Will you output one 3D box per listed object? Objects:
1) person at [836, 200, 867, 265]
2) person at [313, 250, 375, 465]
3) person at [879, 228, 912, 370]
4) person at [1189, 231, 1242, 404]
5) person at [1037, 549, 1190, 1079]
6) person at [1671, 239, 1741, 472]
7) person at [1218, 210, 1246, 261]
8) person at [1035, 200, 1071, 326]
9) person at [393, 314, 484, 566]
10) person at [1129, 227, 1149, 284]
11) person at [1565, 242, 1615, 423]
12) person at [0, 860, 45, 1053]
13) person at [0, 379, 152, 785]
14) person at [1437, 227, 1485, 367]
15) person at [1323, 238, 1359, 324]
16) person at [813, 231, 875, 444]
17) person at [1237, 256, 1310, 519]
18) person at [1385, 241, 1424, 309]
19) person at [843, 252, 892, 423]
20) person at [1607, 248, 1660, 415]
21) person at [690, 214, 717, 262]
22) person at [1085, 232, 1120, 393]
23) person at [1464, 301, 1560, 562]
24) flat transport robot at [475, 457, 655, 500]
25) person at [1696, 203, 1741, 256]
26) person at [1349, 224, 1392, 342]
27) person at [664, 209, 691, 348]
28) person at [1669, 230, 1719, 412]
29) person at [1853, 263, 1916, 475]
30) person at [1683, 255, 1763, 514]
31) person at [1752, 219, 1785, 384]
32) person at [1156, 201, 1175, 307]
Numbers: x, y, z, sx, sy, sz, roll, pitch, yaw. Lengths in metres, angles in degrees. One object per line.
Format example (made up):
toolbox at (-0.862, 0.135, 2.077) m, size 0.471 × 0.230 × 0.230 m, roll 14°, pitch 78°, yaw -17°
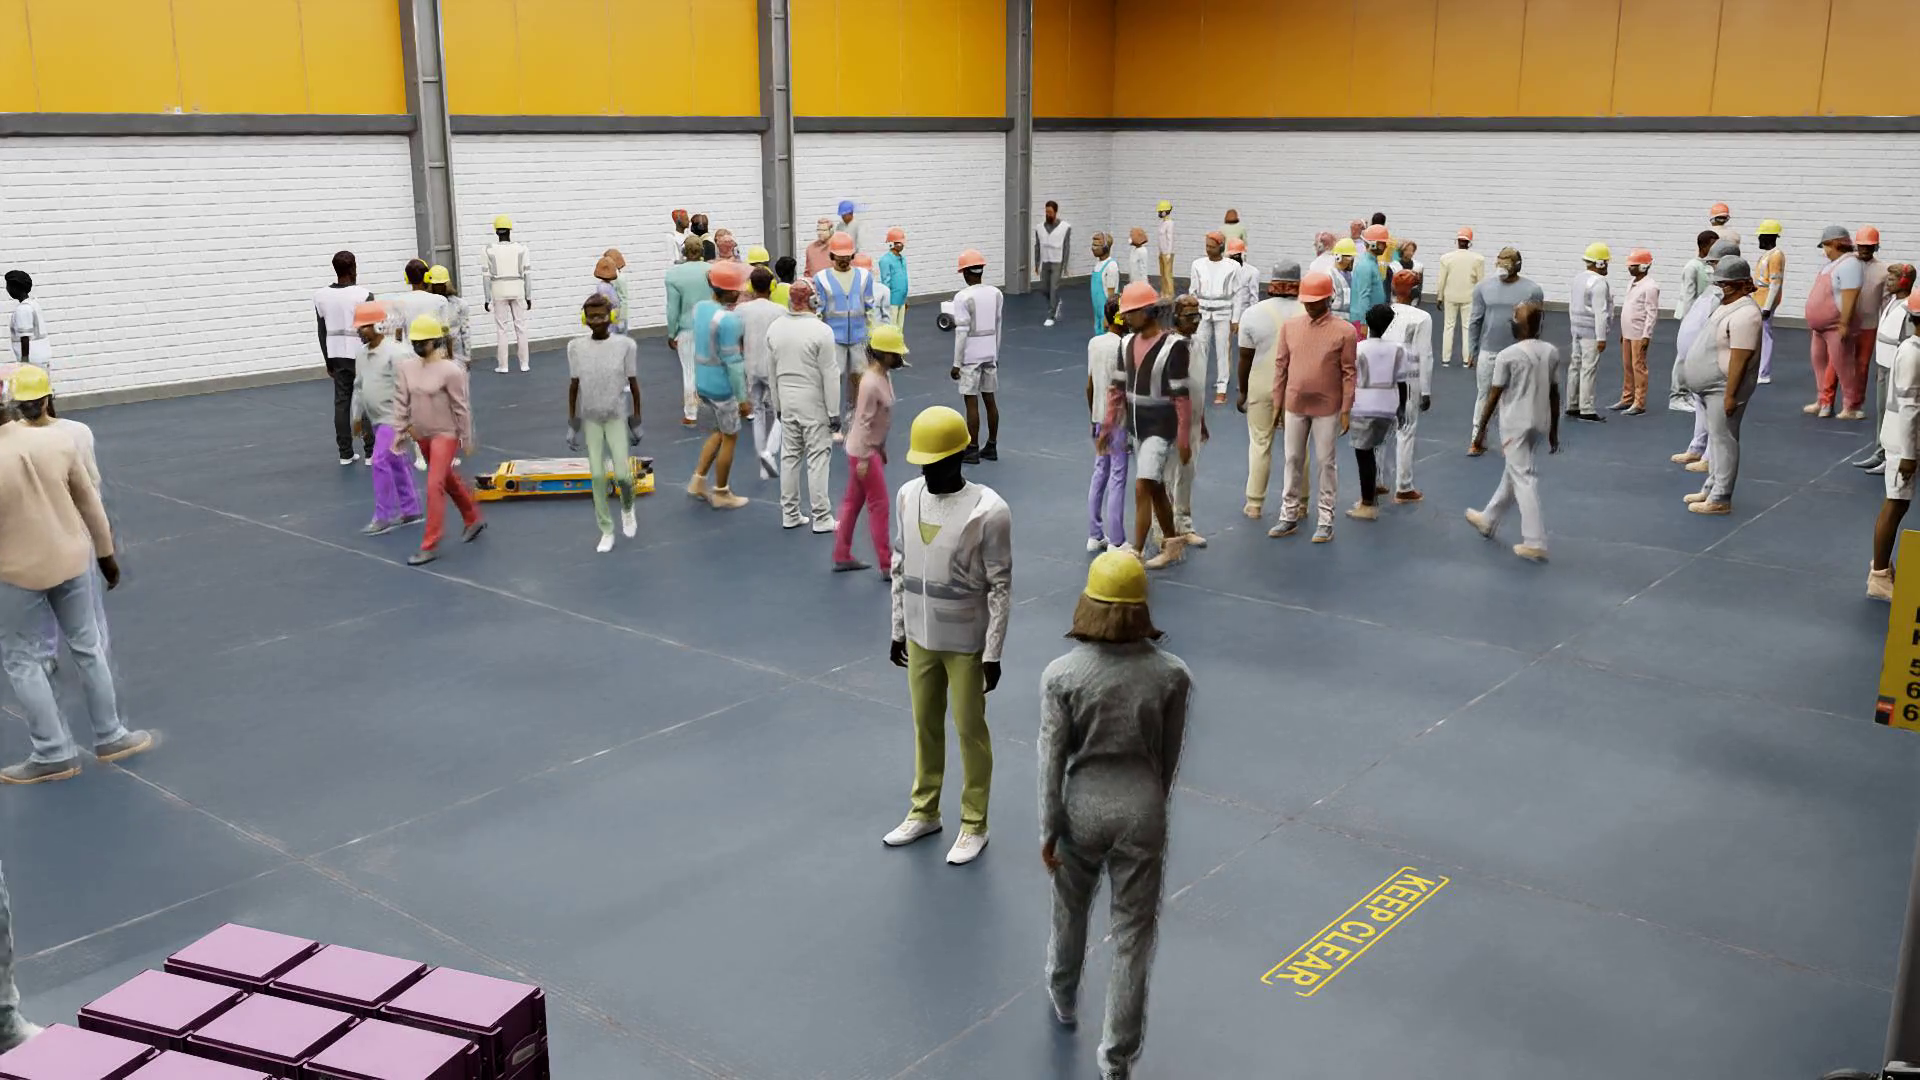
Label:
person at (-1.669, -4.091, 24.763) m, size 0.638 × 1.914 × 0.639 m, roll 11°, pitch 18°, yaw 37°
person at (-5.452, -1.621, 14.900) m, size 0.593 × 1.920 × 0.391 m, roll 3°, pitch 14°, yaw 11°
person at (-0.797, -3.015, 20.803) m, size 0.329 × 1.751 × 0.570 m, roll 6°, pitch 15°, yaw 23°
person at (2.778, -2.434, 18.212) m, size 0.582 × 1.884 × 0.338 m, roll 6°, pitch 15°, yaw 23°
person at (0.479, 0.862, 5.397) m, size 0.480 × 1.705 × 0.817 m, roll 0°, pitch 14°, yaw 0°
person at (6.609, -1.627, 14.676) m, size 0.538 × 2.000 × 0.684 m, roll 2°, pitch 14°, yaw 6°
person at (4.641, -4.846, 28.459) m, size 0.499 × 1.588 × 0.859 m, roll 2°, pitch 14°, yaw 8°
person at (1.437, -4.233, 25.399) m, size 0.599 × 1.896 × 0.655 m, roll 7°, pitch 16°, yaw 27°
person at (-3.685, -0.753, 11.812) m, size 0.517 × 1.728 × 0.894 m, roll 7°, pitch 16°, yaw 26°
person at (2.453, -3.492, 22.953) m, size 0.265 × 1.632 × 0.505 m, roll -3°, pitch 14°, yaw -11°
person at (6.495, -2.135, 17.117) m, size 0.403 × 1.837 × 0.588 m, roll -2°, pitch 14°, yaw -8°
person at (-3.305, 0.895, 5.241) m, size 0.621 × 1.722 × 0.493 m, roll -4°, pitch 15°, yaw -15°
person at (-4.267, 0.150, 7.794) m, size 0.390 × 1.950 × 0.769 m, roll 8°, pitch 16°, yaw 30°
person at (6.320, -3.067, 21.011) m, size 0.570 × 1.749 × 0.342 m, roll 5°, pitch 15°, yaw 18°
person at (4.080, -2.332, 17.946) m, size 0.404 × 1.823 × 0.591 m, roll 13°, pitch 19°, yaw 43°
person at (-1.100, -1.925, 15.903) m, size 0.615 × 2.028 × 0.409 m, roll -5°, pitch 15°, yaw -19°
person at (2.478, -1.181, 12.891) m, size 0.689 × 2.000 × 0.537 m, roll 1°, pitch 14°, yaw 4°
person at (5.537, -2.918, 20.723) m, size 0.540 × 1.588 × 0.879 m, roll -2°, pitch 14°, yaw -9°
person at (-0.985, -2.055, 16.972) m, size 0.573 × 1.746 × 0.346 m, roll 0°, pitch 14°, yaw 1°
person at (7.098, -2.191, 17.513) m, size 0.343 × 1.747 × 0.572 m, roll -1°, pitch 14°, yaw -3°
person at (-3.463, -3.461, 22.409) m, size 0.430 × 1.845 × 0.624 m, roll -4°, pitch 15°, yaw -17°
person at (1.618, -2.528, 18.699) m, size 0.335 × 1.840 × 0.508 m, roll -4°, pitch 14°, yaw -14°
person at (3.933, -0.802, 11.866) m, size 0.538 × 1.794 × 0.948 m, roll -6°, pitch 15°, yaw -22°
flat transport robot at (-3.281, -0.527, 13.868) m, size 1.431 × 0.197 × 0.652 m, roll -3°, pitch 14°, yaw -11°
person at (10.032, -3.474, 22.147) m, size 0.610 × 1.996 × 0.379 m, roll -2°, pitch 14°, yaw -7°
person at (4.335, -2.345, 17.659) m, size 0.406 × 1.986 × 0.616 m, roll 5°, pitch 15°, yaw 18°
person at (-3.821, -3.578, 22.790) m, size 0.337 × 1.882 × 0.585 m, roll 5°, pitch 15°, yaw 19°
person at (7.858, -2.346, 17.797) m, size 0.383 × 1.918 × 0.591 m, roll 12°, pitch 19°, yaw 41°
person at (8.160, -1.482, 14.496) m, size 0.374 × 1.841 × 0.574 m, roll 3°, pitch 14°, yaw 11°
person at (5.981, -1.232, 13.095) m, size 0.535 × 2.000 × 0.679 m, roll 4°, pitch 15°, yaw 14°
person at (9.464, -2.800, 19.594) m, size 0.372 × 1.924 × 0.596 m, roll 4°, pitch 15°, yaw 16°
person at (3.439, -4.815, 27.993) m, size 0.338 × 1.759 × 0.524 m, roll -3°, pitch 14°, yaw -12°
